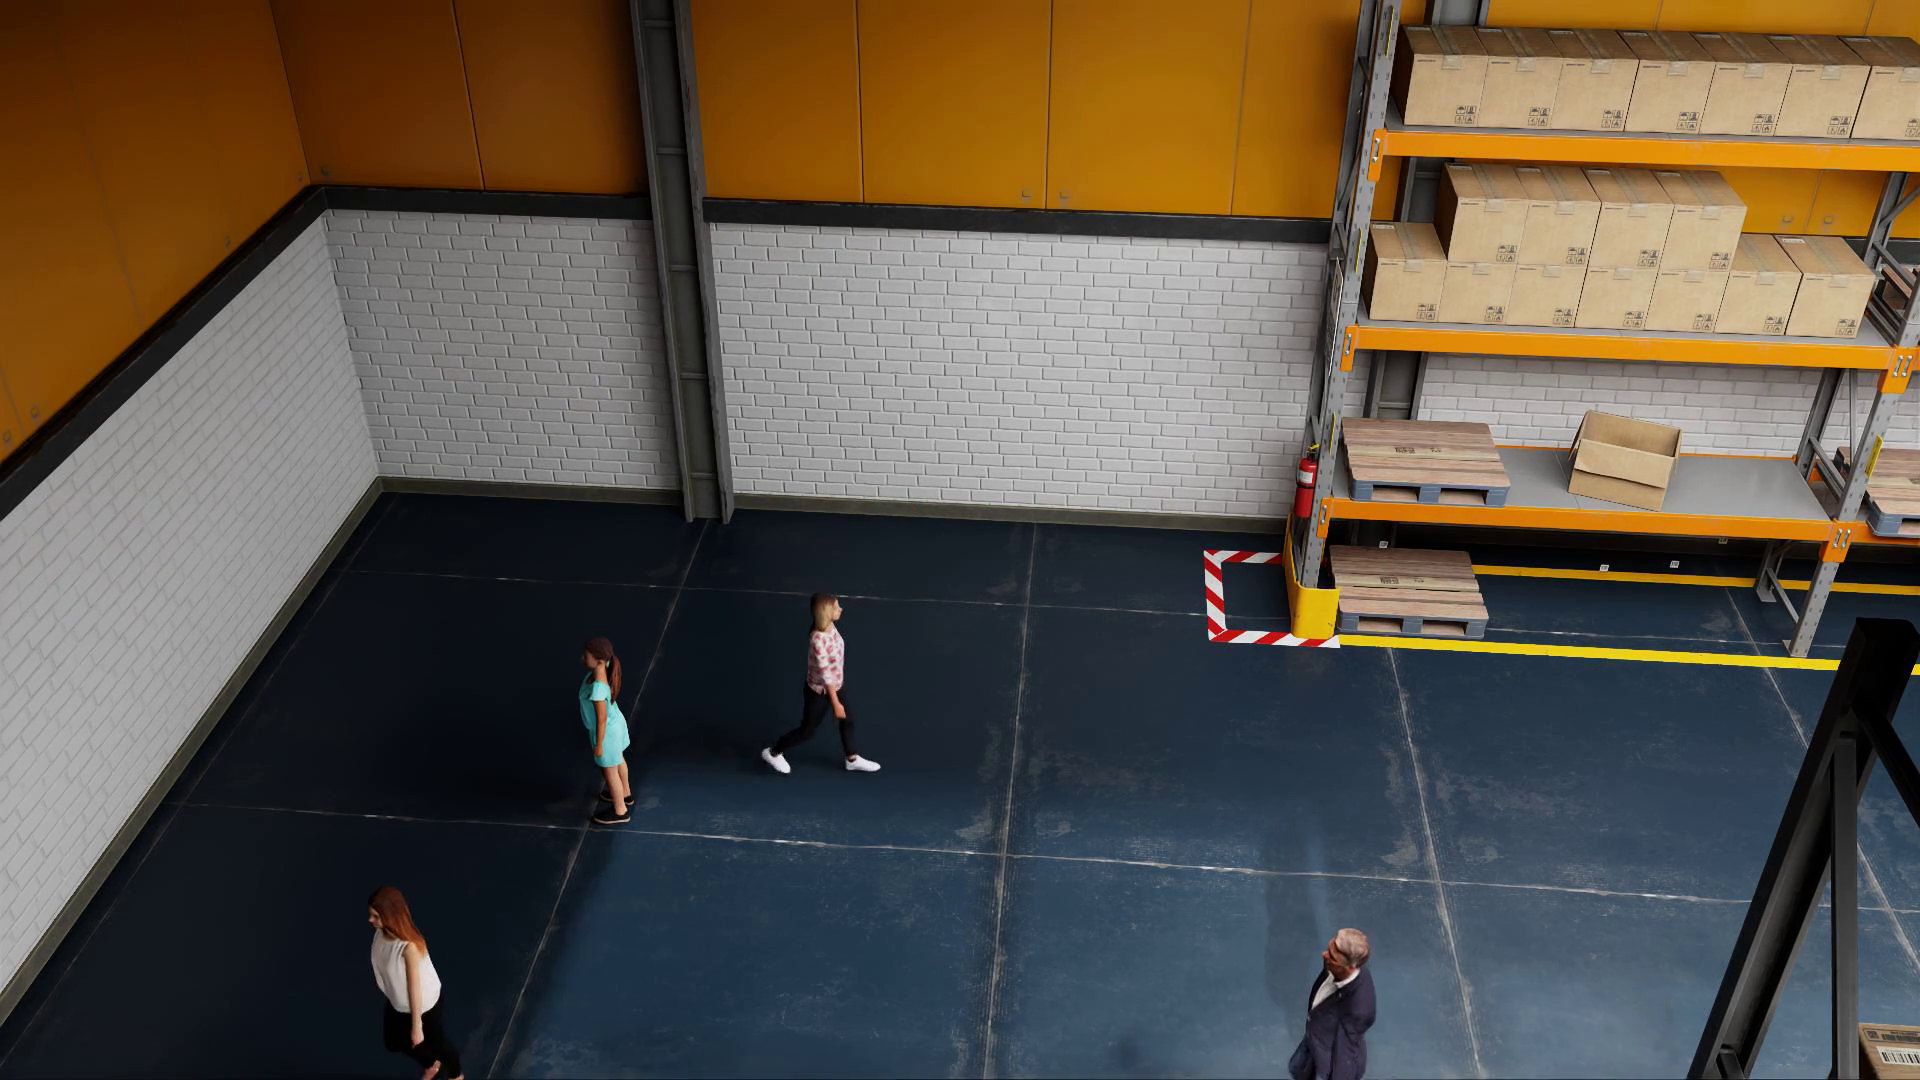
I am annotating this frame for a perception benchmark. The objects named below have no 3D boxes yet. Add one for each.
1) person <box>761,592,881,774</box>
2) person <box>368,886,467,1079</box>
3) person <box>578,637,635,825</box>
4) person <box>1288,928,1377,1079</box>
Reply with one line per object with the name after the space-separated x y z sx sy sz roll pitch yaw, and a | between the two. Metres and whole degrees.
-1.055 1.073 11.934 1.091 1.601 0.613 6 34 9 | person
-3.058 2.588 9.557 0.679 1.709 0.759 25 41 32 | person
-2.470 1.313 11.613 0.541 1.558 0.547 1 34 2 | person
2.134 2.791 9.161 0.746 1.809 0.723 1 34 1 | person
